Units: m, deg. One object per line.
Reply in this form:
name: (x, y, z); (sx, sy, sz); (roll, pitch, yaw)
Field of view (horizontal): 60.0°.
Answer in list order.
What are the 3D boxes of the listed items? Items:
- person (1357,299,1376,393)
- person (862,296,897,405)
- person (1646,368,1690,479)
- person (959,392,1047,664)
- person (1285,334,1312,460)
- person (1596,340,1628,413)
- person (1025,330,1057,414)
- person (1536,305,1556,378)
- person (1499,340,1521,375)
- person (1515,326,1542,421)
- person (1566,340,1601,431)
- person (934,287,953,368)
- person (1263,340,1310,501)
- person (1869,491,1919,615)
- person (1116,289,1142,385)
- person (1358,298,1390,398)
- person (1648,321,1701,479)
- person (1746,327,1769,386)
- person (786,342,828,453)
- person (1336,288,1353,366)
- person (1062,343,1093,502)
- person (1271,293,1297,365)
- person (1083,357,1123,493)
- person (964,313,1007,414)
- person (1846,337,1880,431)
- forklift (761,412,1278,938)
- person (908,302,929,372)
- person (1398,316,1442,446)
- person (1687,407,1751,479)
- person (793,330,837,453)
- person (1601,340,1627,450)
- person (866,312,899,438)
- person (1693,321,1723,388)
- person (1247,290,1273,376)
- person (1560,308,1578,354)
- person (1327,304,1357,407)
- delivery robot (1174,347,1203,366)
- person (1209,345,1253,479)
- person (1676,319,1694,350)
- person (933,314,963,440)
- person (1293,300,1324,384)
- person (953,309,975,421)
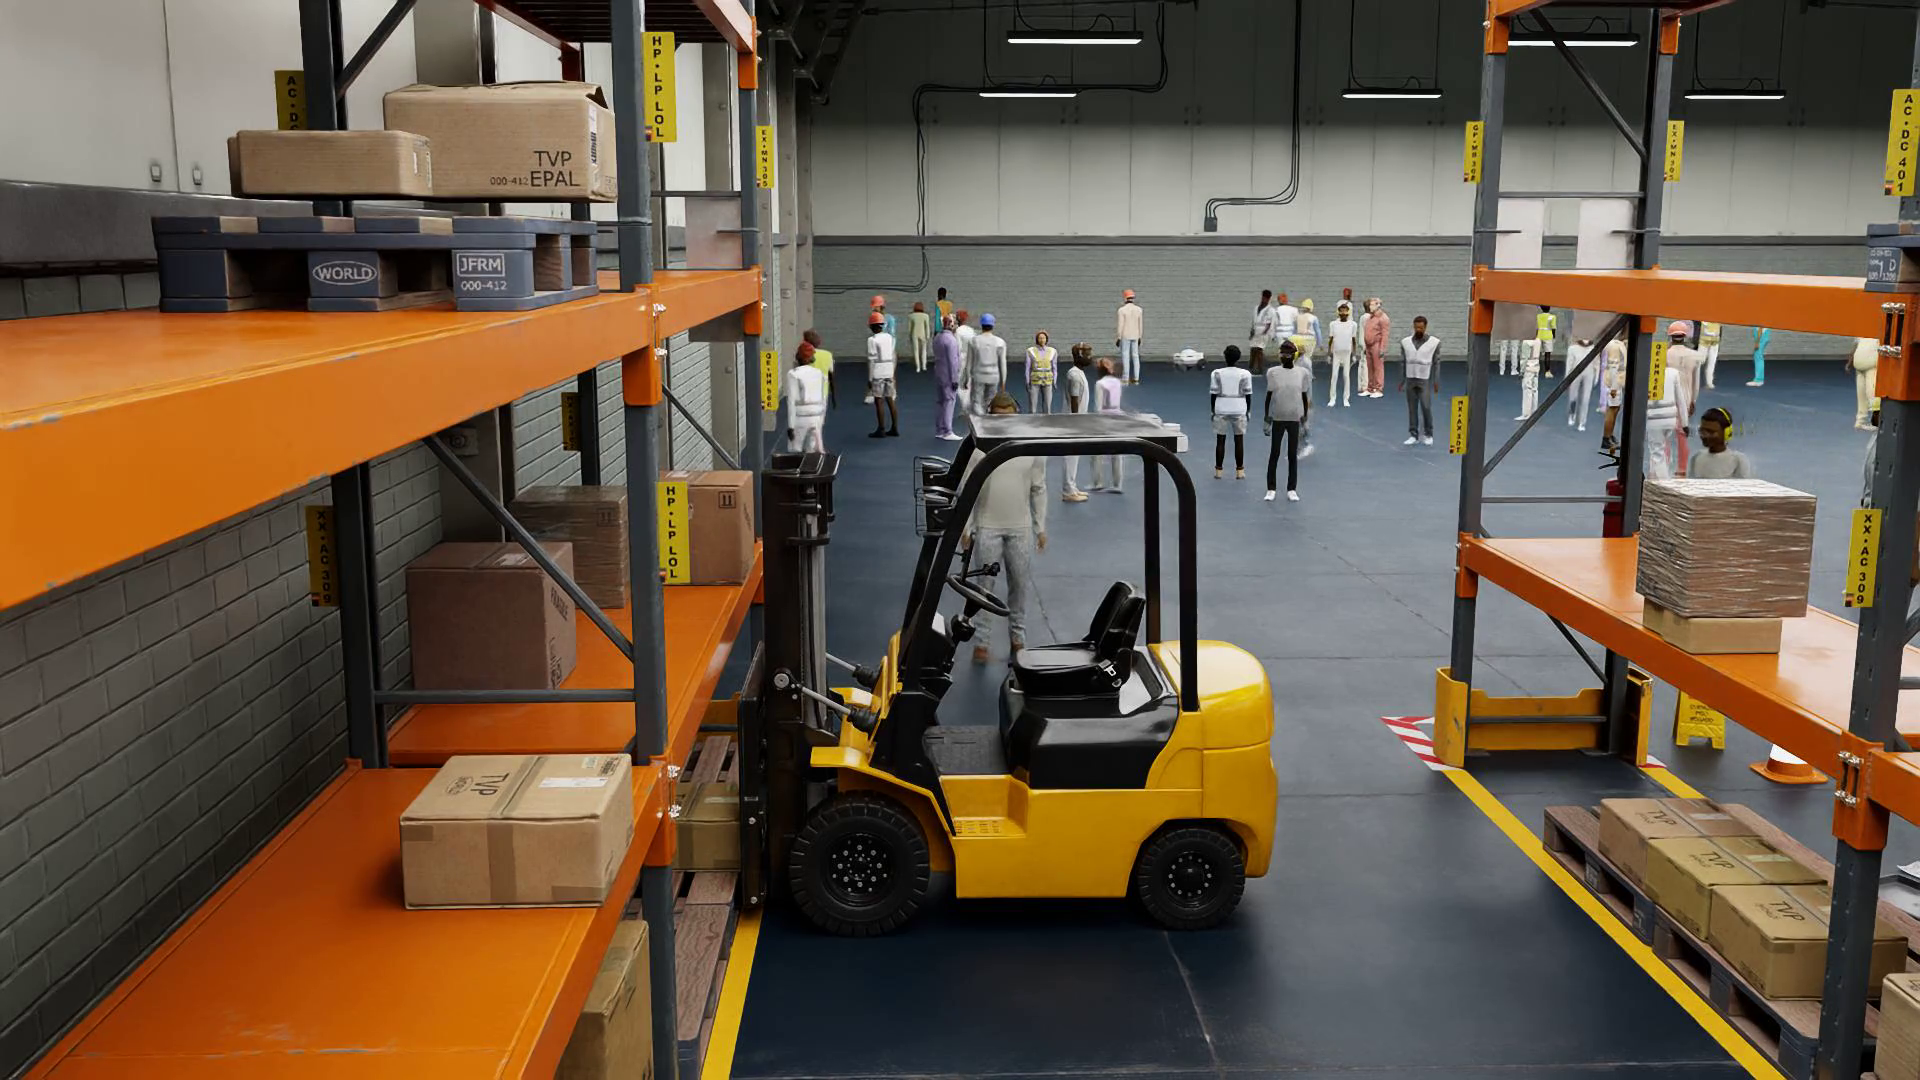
person: (8.098, -3.845, 33.024); (0.345, 1.847, 0.508); (-2, 10, -9)
person: (-1.471, -3.523, 30.849); (0.610, 1.996, 1.033); (4, 11, 24)
person: (7.840, -1.287, 18.798); (0.657, 1.832, 0.735); (-4, 11, -20)
person: (0.305, -0.082, 11.803); (0.635, 1.937, 0.352); (-1, 10, -7)
person: (4.592, -1.949, 22.771); (0.363, 1.726, 0.512); (-7, 12, -34)
person: (11.363, -3.123, 29.007); (0.516, 1.842, 0.328); (0, 10, 2)
person: (1.241, -2.394, 25.512); (0.514, 1.641, 0.307); (-2, 10, -11)
person: (12.867, -4.420, 36.637); (0.530, 1.697, 0.321); (9, 13, 41)
person: (12.409, -4.688, 37.515); (0.591, 1.919, 0.390); (5, 12, 28)
person: (9.545, -2.820, 27.873); (0.517, 1.645, 0.307); (-10, 14, -43)
person: (9.896, -2.556, 26.443); (0.515, 1.620, 0.438); (3, 11, 15)
person: (-0.381, -5.011, 39.360); (0.390, 1.911, 0.585); (7, 12, 34)
person: (3.770, -1.374, 19.205); (0.528, 1.864, 0.315); (1, 10, 6)
person: (6.207, 0.100, 11.044); (0.372, 1.843, 0.570); (2, 10, 9)
person: (3.528, -4.239, 34.802); (0.619, 1.992, 0.396); (-6, 12, -30)
person: (7.970, -3.695, 32.014); (0.404, 1.911, 0.636); (-3, 11, -17)
person: (8.978, -1.747, 20.924); (0.625, 1.990, 0.382); (-2, 10, -9)
person: (16.607, -4.111, 34.551); (0.357, 1.835, 0.516); (6, 12, 31)
person: (-1.734, -1.321, 18.938); (0.620, 1.851, 0.471); (-9, 14, -42)
person: (9.237, -5.100, 39.938); (0.371, 1.878, 0.588); (-4, 11, -22)
person: (1.350, -1.356, 19.198); (0.351, 1.837, 0.502); (1, 10, 7)
person: (7.143, -4.502, 36.675); (0.618, 1.852, 0.649); (0, 10, -2)
person: (1.715, -1.368, 19.825); (0.614, 1.609, 0.557); (8, 13, 39)
person: (0.382, -2.412, 24.803); (0.639, 1.927, 0.649); (-2, 10, -10)
person: (14.553, -2.779, 26.543); (0.605, 2.000, 0.791); (0, 10, -2)
forklift: (0.291, 0.548, 7.580); (2.313, 2.155, 1.214); (0, 10, -2)
person: (-0.945, -4.687, 38.371); (0.498, 1.600, 0.738); (0, 10, 2)
person: (6.782, -2.349, 24.535); (0.607, 1.908, 0.405); (8, 13, 37)
person: (5.200, -0.011, 11.688); (0.811, 1.832, 0.564); (-4, 11, -20)
person: (-2.010, -1.956, 22.651); (0.603, 1.788, 0.984); (-6, 12, -30)
person: (9.495, -2.260, 23.995); (0.390, 1.923, 0.549); (6, 12, 29)
person: (-1.222, -2.519, 25.464); (0.454, 1.921, 0.554); (9, 14, 41)
person: (15.327, -4.039, 34.198); (0.626, 1.824, 0.622); (-2, 10, -9)
person: (6.626, -4.584, 36.955); (0.472, 1.927, 0.701); (-5, 11, -25)
person: (13.773, -4.653, 37.380); (0.502, 1.901, 0.670); (7, 12, 35)
person: (6.939, -3.353, 30.224); (0.531, 1.867, 0.317); (3, 10, 14)
delivery robot: (5.299, -4.236, 38.535); (0.707, 0.478, 0.477); (-8, 13, -38)
person: (3.409, -1.606, 20.953); (0.541, 1.700, 0.315); (2, 10, 11)
person: (16.069, -4.532, 36.759); (0.498, 1.878, 0.647); (-5, 11, -27)
person: (-0.168, -2.457, 25.150); (0.398, 1.900, 0.644); (-4, 11, -23)
person: (7.242, -4.106, 34.655); (0.932, 1.787, 0.586); (-8, 13, -38)
person: (0.043, -2.911, 27.738); (0.431, 1.871, 0.612); (7, 12, 35)
